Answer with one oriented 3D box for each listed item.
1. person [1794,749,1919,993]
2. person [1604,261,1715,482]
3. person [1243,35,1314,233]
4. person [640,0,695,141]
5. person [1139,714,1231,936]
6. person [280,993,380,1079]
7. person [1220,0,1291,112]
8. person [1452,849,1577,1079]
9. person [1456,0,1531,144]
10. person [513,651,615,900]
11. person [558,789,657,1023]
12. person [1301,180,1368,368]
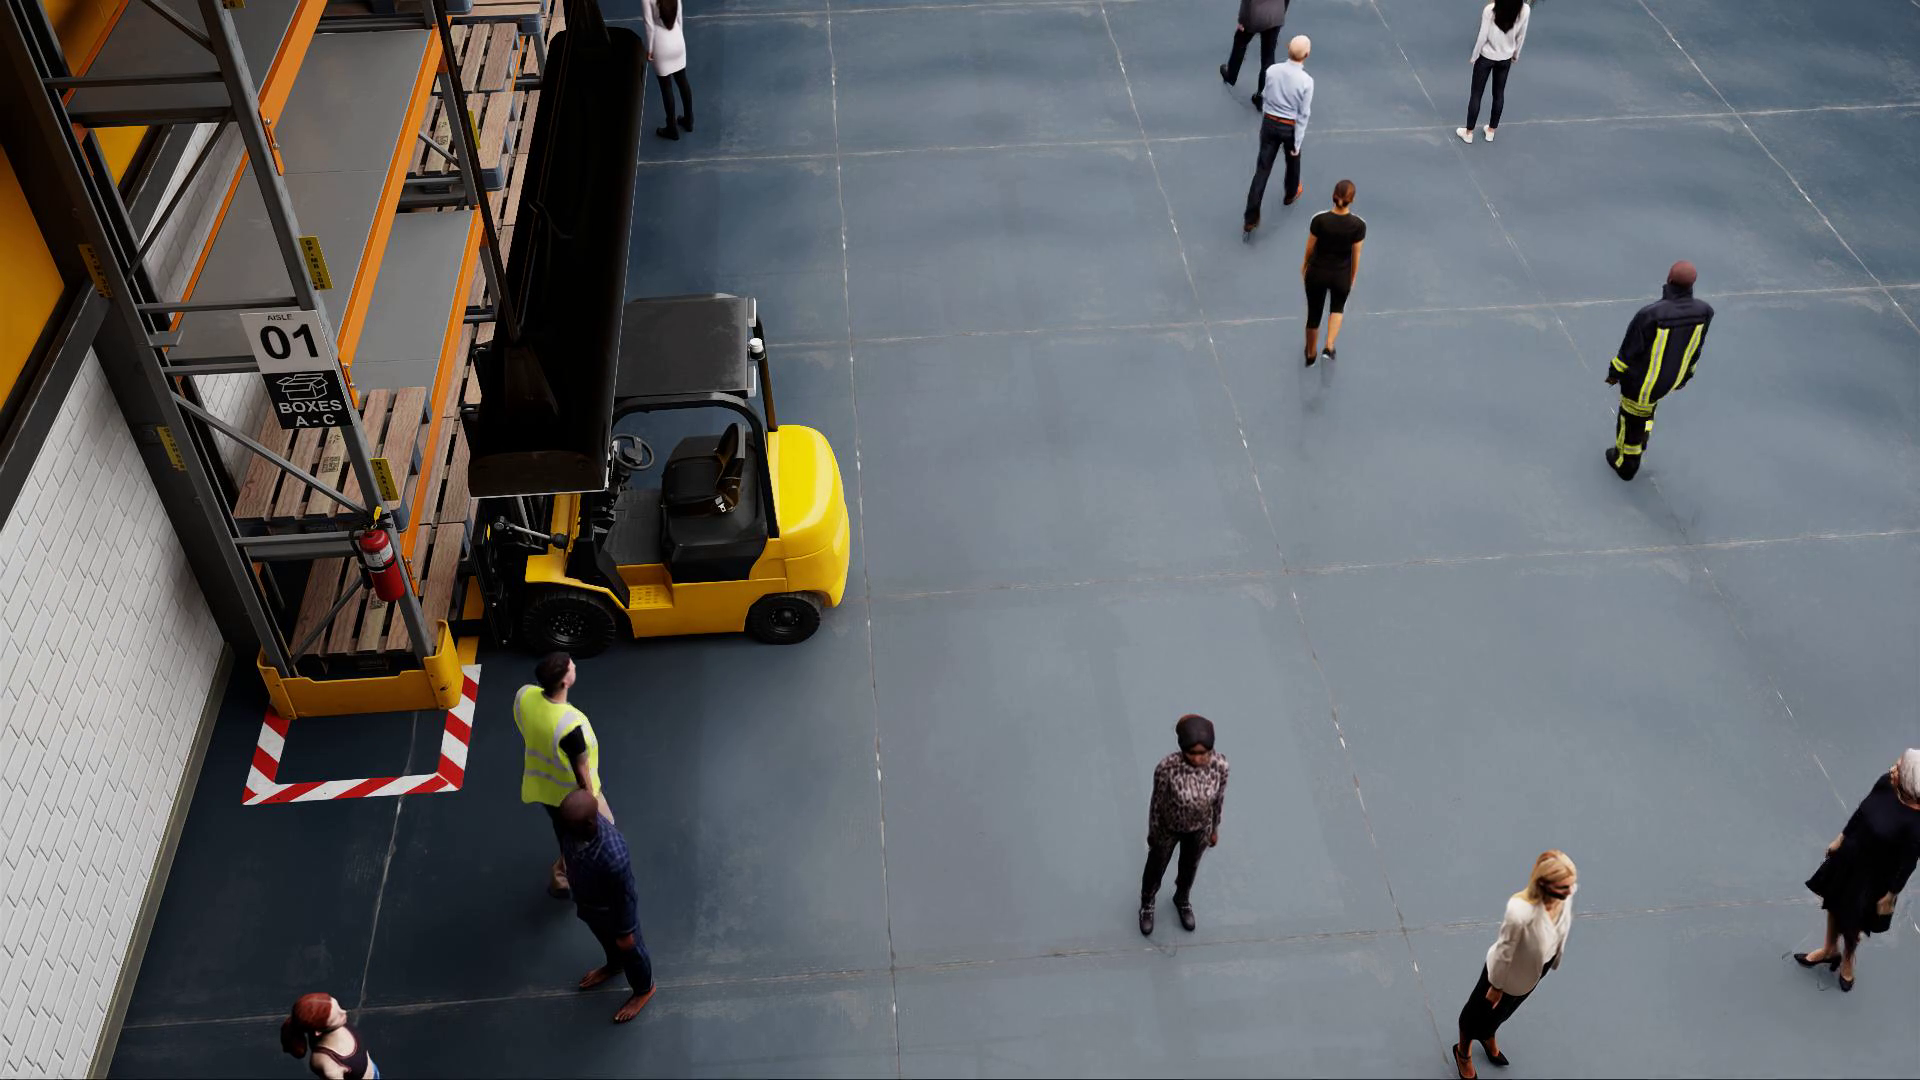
[{"bbox_3d":[4.895,1.809,8.984,0.743,1.713,0.545,-13,45,-13],"label":"person"},{"bbox_3d":[5.073,-1.184,12.056,0.777,1.809,0.774,-8,44,-8],"label":"person"},{"bbox_3d":[2.766,-3.518,14.550,1.097,1.748,1.304,21,47,21],"label":"person"},{"bbox_3d":[-2.768,-4.649,15.695,0.733,1.806,0.681,32,52,29],"label":"person"},{"bbox_3d":[1.235,1.580,9.224,0.565,1.713,0.553,-2,44,-2],"label":"person"},{"bbox_3d":[-2.880,2.699,7.998,0.704,1.784,0.608,-16,46,-16],"label":"person"},{"bbox_3d":[2.958,-5.029,16.091,0.855,1.810,1.118,-9,44,-10],"label":"person"},{"bbox_3d":[2.837,2.187,8.482,0.685,1.859,0.690,-27,50,-25],"label":"person"},{"bbox_3d":[5.043,-4.549,15.667,0.613,1.701,0.549,-5,44,-5],"label":"person"},{"bbox_3d":[-2.272,1.377,9.354,0.932,1.828,0.997,28,50,26],"label":"person"},{"bbox_3d":[-1.884,1.888,8.824,0.751,1.819,0.825,34,53,31],"label":"person"},{"bbox_3d":[2.897,-2.044,13.069,0.647,1.656,0.635,7,44,7],"label":"person"}]
